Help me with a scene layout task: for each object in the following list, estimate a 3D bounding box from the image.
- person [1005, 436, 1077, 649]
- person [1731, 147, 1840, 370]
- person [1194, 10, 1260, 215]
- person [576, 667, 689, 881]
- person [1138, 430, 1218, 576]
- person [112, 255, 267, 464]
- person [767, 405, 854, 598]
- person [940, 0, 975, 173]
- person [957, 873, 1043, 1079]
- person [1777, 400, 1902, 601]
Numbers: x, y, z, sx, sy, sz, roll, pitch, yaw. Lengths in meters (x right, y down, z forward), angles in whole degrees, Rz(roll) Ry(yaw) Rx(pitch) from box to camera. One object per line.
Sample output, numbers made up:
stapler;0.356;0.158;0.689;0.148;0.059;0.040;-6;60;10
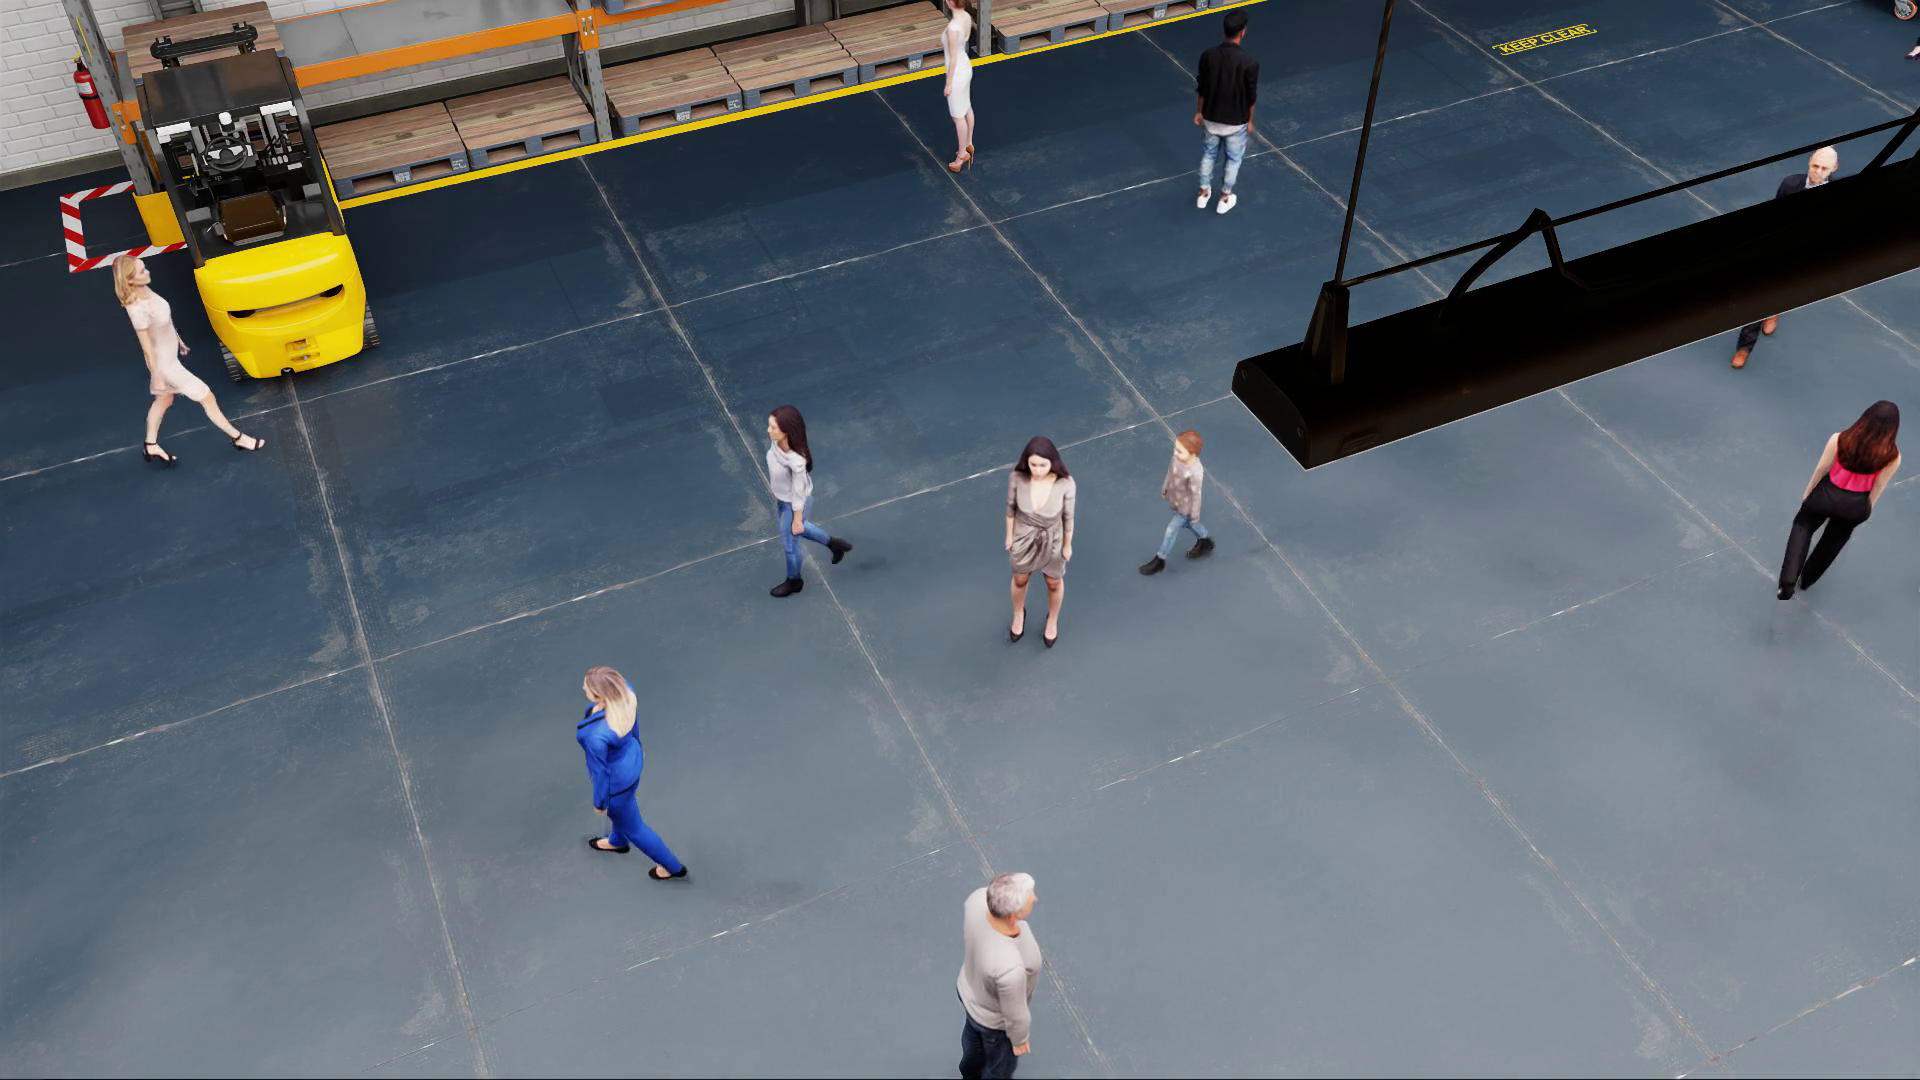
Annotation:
person;0.499;0.003;10.565;0.634;1.743;0.725;8;44;8
person;6.495;-2.266;12.933;1.120;1.763;1.250;19;47;19
person;2.286;-3.664;14.379;0.812;1.792;0.838;22;48;21
person;-1.823;1.318;9.223;1.023;1.692;0.926;8;44;8
person;1.560;-0.273;11.267;0.837;1.176;0.540;-14;45;-14
person;-5.738;-1.233;11.834;1.103;1.783;0.694;-11;45;-11
person;-1.030;-0.274;10.947;0.867;1.618;0.684;-12;45;-12
person;-0.008;-4.133;14.869;0.695;1.797;0.639;13;45;14
person;0.174;2.236;8.105;0.648;1.905;0.759;-13;45;-14
person;5.726;-0.200;10.850;0.856;1.645;0.963;22;48;21
